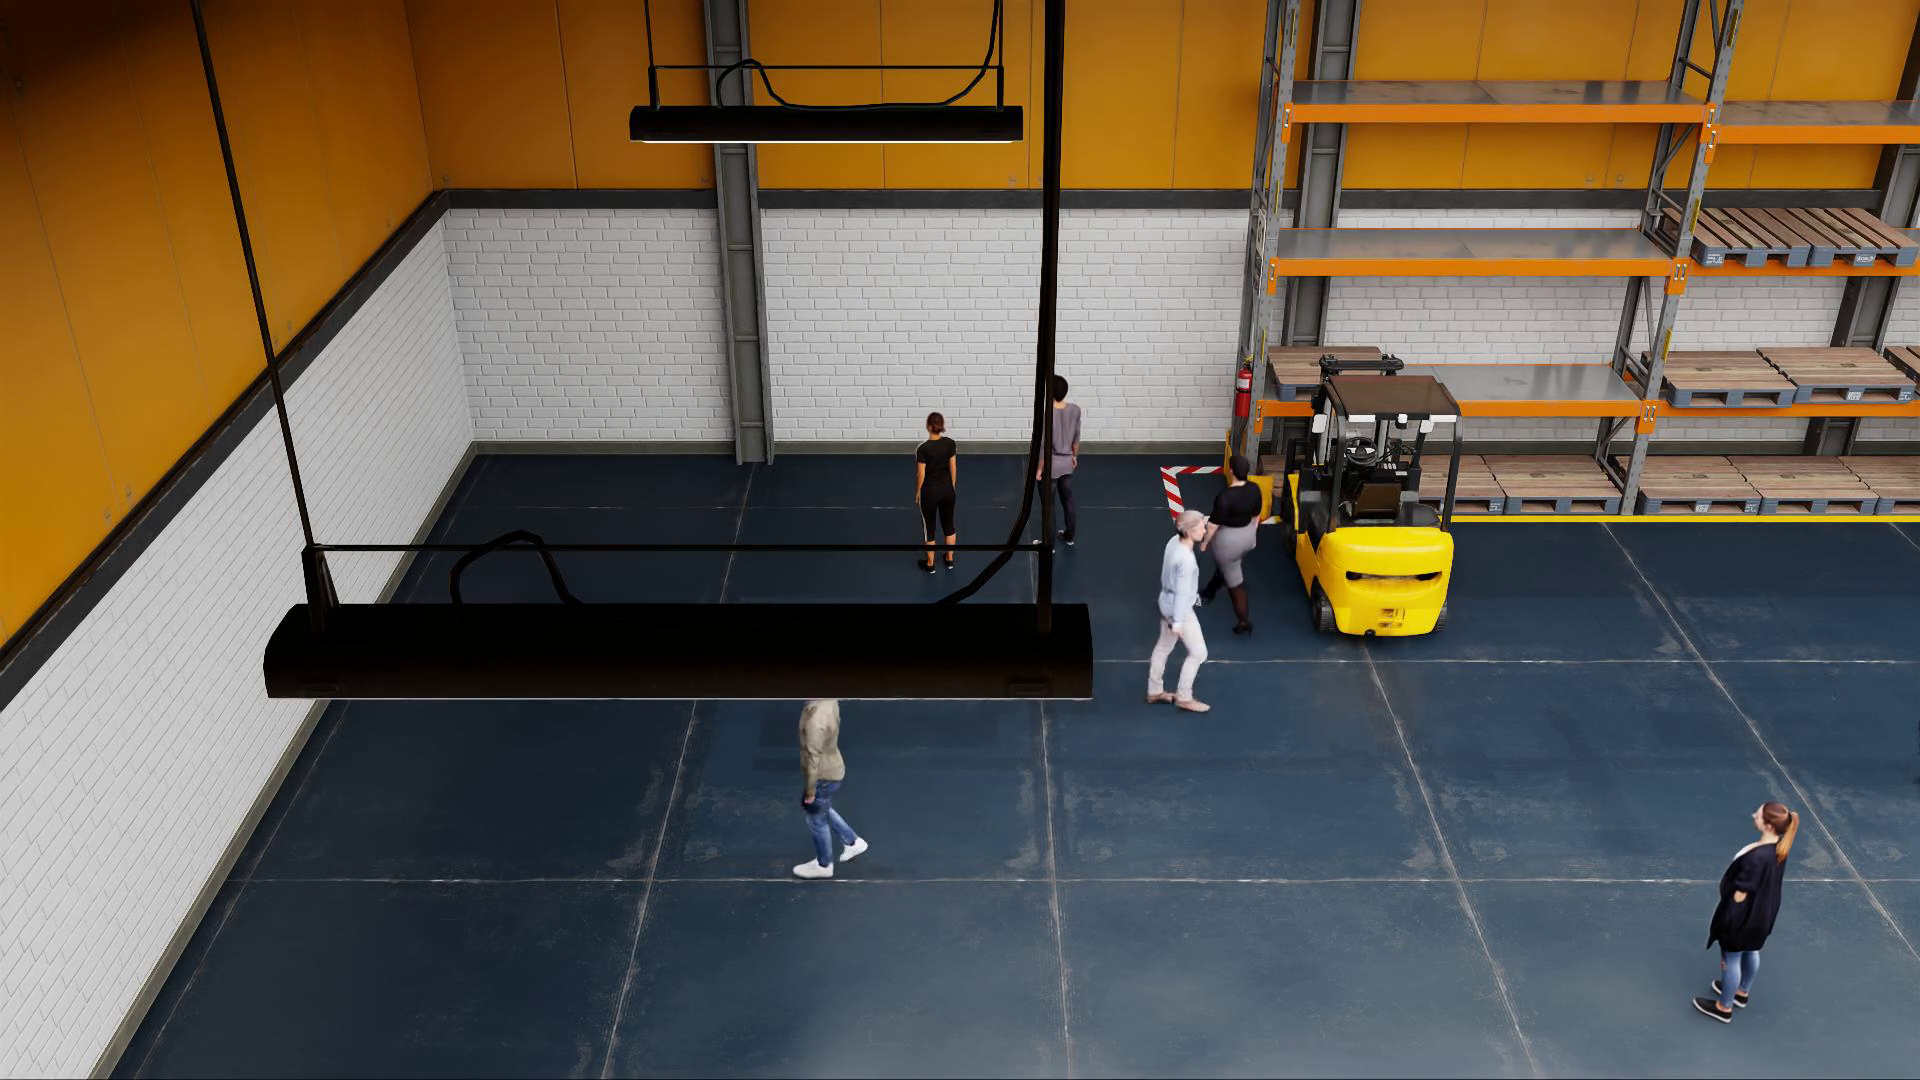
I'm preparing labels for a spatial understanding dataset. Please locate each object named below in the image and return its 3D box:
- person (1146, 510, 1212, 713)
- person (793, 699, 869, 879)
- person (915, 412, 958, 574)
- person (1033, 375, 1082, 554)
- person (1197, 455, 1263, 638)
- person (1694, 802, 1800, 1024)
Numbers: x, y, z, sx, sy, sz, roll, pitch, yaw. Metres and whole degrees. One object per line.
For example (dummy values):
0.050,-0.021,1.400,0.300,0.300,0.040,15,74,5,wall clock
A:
1.732,0.592,13.948,0.754,1.875,0.681,-3,29,-5,person
-0.910,1.678,11.978,0.791,1.855,0.729,2,29,4,person
-0.228,-0.472,16.117,0.597,1.667,0.718,-13,31,-23,person
0.962,-0.756,16.443,0.695,1.853,0.808,-18,34,-30,person
2.535,0.099,15.019,1.123,1.716,1.119,-20,35,-33,person
5.149,2.409,10.819,0.693,1.683,0.778,-20,35,-33,person
